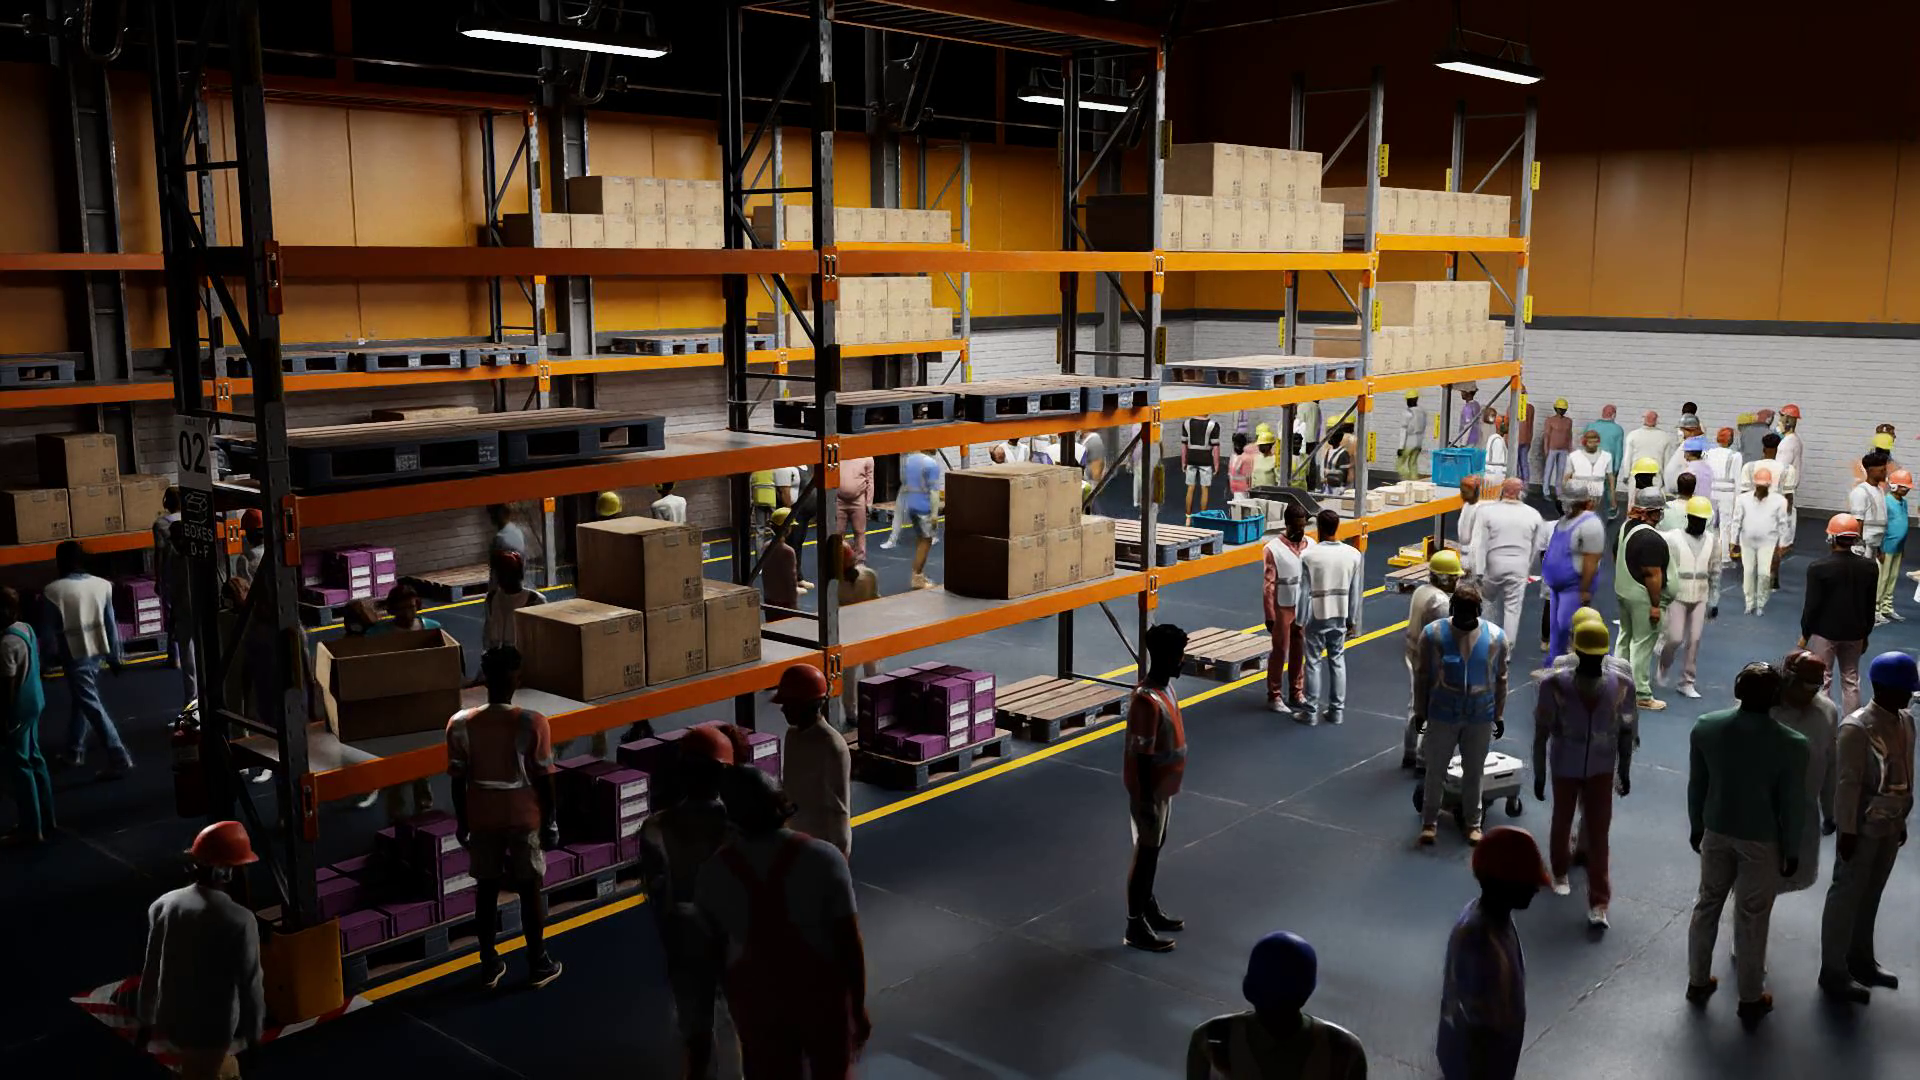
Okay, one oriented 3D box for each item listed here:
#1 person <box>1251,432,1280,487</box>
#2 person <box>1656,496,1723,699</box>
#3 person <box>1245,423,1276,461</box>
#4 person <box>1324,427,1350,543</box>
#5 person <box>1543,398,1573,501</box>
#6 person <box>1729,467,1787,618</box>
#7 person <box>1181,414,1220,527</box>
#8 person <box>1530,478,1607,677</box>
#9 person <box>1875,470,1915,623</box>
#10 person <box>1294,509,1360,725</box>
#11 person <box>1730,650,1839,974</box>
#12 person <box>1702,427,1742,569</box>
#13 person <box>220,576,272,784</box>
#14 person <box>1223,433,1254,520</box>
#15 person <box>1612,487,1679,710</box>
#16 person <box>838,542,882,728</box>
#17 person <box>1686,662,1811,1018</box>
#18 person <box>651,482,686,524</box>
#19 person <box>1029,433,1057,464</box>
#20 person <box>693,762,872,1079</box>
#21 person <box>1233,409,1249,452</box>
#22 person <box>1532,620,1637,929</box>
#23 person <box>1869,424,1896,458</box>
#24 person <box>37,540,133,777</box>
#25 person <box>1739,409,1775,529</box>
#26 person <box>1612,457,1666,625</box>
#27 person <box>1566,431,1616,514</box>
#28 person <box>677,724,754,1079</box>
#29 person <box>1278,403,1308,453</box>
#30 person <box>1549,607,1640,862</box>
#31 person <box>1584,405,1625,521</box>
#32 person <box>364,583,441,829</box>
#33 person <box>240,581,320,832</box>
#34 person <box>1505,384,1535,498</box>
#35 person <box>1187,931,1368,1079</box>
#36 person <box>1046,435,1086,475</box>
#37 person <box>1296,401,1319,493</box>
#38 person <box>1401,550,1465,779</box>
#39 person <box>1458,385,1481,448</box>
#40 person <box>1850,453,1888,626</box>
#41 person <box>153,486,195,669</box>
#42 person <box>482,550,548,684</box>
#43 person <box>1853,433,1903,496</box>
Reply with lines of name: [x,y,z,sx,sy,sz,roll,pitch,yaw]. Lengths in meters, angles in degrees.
person: [4.162,-0.599,22.678,0.328,1.767,0.531,-7,12,-35]
person: [6.802,0.523,15.555,0.605,1.908,0.458,0,10,-1]
person: [4.410,-0.849,24.243,0.529,1.752,0.547,4,10,22]
person: [5.428,-0.797,24.055,0.321,1.699,0.537,-3,10,-20]
person: [10.171,-1.533,28.276,0.525,1.762,0.340,-2,10,-13]
person: [9.129,0.022,19.065,0.588,1.726,0.587,7,12,35]
person: [3.685,-1.190,25.433,0.611,2.032,0.411,5,11,28]
person: [5.945,0.366,16.103,0.623,2.000,0.707,0,10,-2]
person: [10.523,0.070,18.765,0.567,1.741,0.354,-7,12,-36]
person: [3.223,0.683,14.615,0.597,1.909,0.405,-3,10,-17]
person: [4.713,1.527,9.637,0.708,1.880,0.554,-2,10,-9]
person: [10.114,-0.562,22.111,0.359,1.883,0.573,-7,12,-35]
person: [-5.605,1.089,12.997,0.505,1.633,0.279,3,10,16]
person: [3.850,-0.678,23.445,0.816,1.654,0.563,-2,10,-14]
person: [6.279,0.515,15.208,0.539,2.000,0.689,-1,10,-3]
person: [-0.895,0.837,14.327,0.637,1.696,0.610,-4,10,-21]
person: [4.250,1.608,9.026,0.364,1.931,0.629,-8,13,-41]
person: [-3.122,0.166,17.805,0.331,1.872,0.513,6,11,31]
person: [1.375,-1.419,27.375,0.394,1.836,0.561,-9,13,-42]
person: [-0.731,1.878,7.071,0.764,2.000,0.712,1,10,4]
person: [5.362,-2.052,31.770,0.318,1.630,0.513,6,11,33]
person: [3.882,1.410,10.371,0.614,1.868,1.006,2,10,12]
person: [12.701,-0.688,22.977,0.346,1.847,0.505,4,10,24]
person: [-6.971,0.950,13.257,0.967,1.889,0.602,3,10,20]
person: [11.961,-1.031,24.919,0.452,1.879,0.660,-2,10,-14]
person: [7.534,0.042,18.372,0.362,1.928,0.587,-1,10,-8]
person: [8.508,-0.578,22.480,0.590,1.795,0.954,0,10,1]
person: [-1.084,1.816,7.968,0.619,1.866,0.408,-9,13,-42]
person: [5.238,-1.268,26.345,0.351,1.880,0.576,-7,12,-37]
person: [4.299,1.322,11.314,0.587,1.735,0.589,5,11,29]
person: [10.013,-1.173,25.862,0.659,1.848,1.011,7,12,37]
person: [-3.921,1.191,11.807,0.416,1.830,0.638,9,13,42]
person: [-4.831,1.184,11.814,0.565,1.837,0.396,2,10,11]
person: [9.575,-1.699,28.575,0.621,1.989,0.398,-5,11,-27]
person: [1.025,2.195,5.471,0.605,1.943,0.402,1,10,4]
person: [1.476,-0.704,23.072,0.567,1.845,0.389,0,10,-1]
person: [5.974,-1.744,28.831,0.397,1.992,0.621,9,13,44]
person: [3.737,0.974,13.136,0.405,1.821,0.602,-1,10,-5]
person: [8.685,-1.711,28.487,0.379,2.045,0.605,6,11,30]
person: [10.070,0.008,18.457,0.606,1.966,0.367,-9,13,-44]
person: [-7.819,0.373,16.686,0.352,1.835,0.518,8,12,39]
person: [-3.398,1.011,12.717,0.584,1.882,0.344,4,10,21]
person: [11.691,-0.436,21.272,0.594,1.906,0.710,2,10,12]
